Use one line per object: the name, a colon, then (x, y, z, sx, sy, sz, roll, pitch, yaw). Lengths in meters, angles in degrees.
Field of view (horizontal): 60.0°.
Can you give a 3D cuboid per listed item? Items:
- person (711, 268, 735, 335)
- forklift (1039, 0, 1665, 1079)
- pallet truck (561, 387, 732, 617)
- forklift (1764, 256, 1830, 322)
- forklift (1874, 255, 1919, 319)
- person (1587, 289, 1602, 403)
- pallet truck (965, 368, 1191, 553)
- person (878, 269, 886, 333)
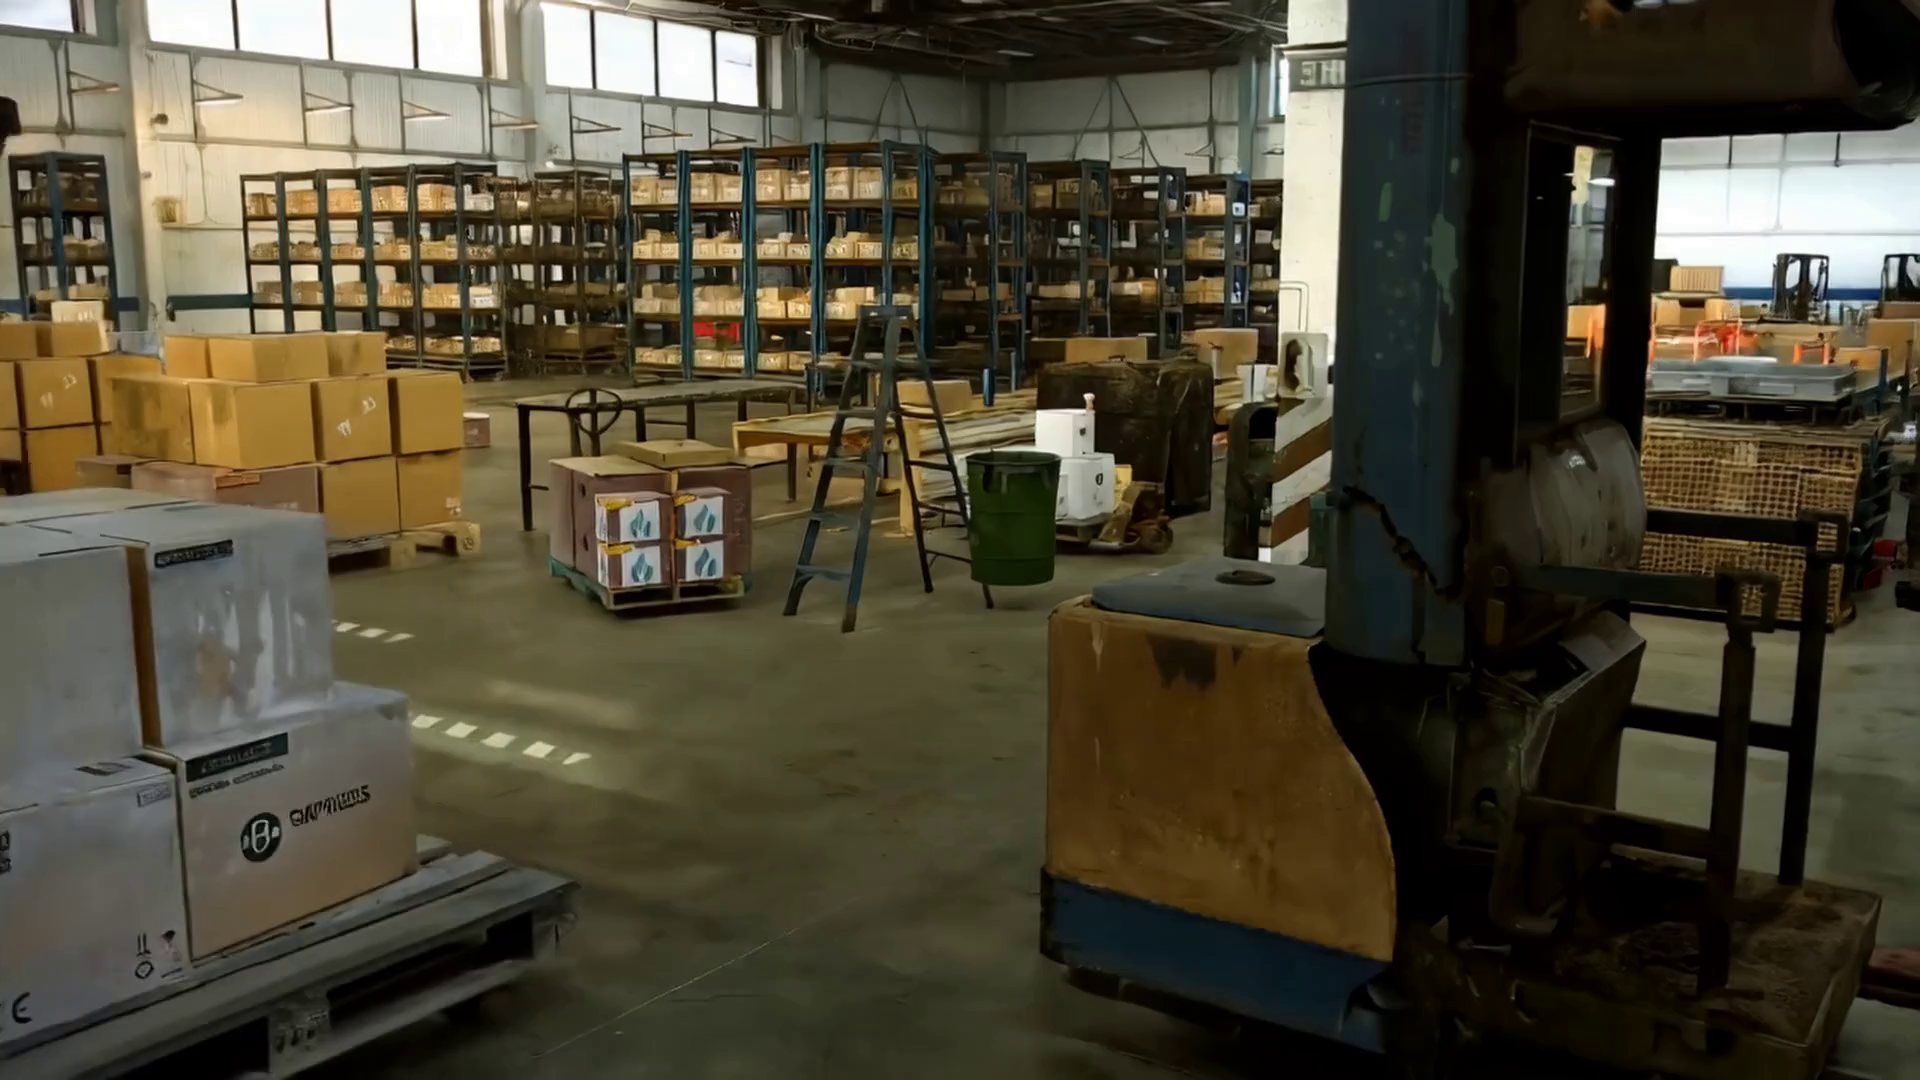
person: (-4.101, -3.764, 28.840, 0.444, 1.910, 0.692, -3, 10, -18)
forklift: (1.249, -0.137, 4.360, 1.873, 2.768, 1.129, 7, 12, 35)
pallet truck: (-1.981, -0.274, 10.088, 0.680, 1.201, 1.601, -5, 11, -28)
forklift: (20.253, -5.854, 40.139, 1.157, 1.987, 2.680, 7, 12, 35)
forklift: (22.089, -5.634, 38.796, 1.157, 1.987, 2.680, 6, 11, 33)
person: (9.107, -2.782, 23.428, 0.533, 1.765, 0.329, 4, 11, 25)
pallet truck: (0.845, -0.609, 11.869, 1.630, 1.274, 0.653, 7, 12, 35)
person: (-1.725, -5.078, 36.898, 0.404, 1.832, 0.592, 6, 11, 32)
